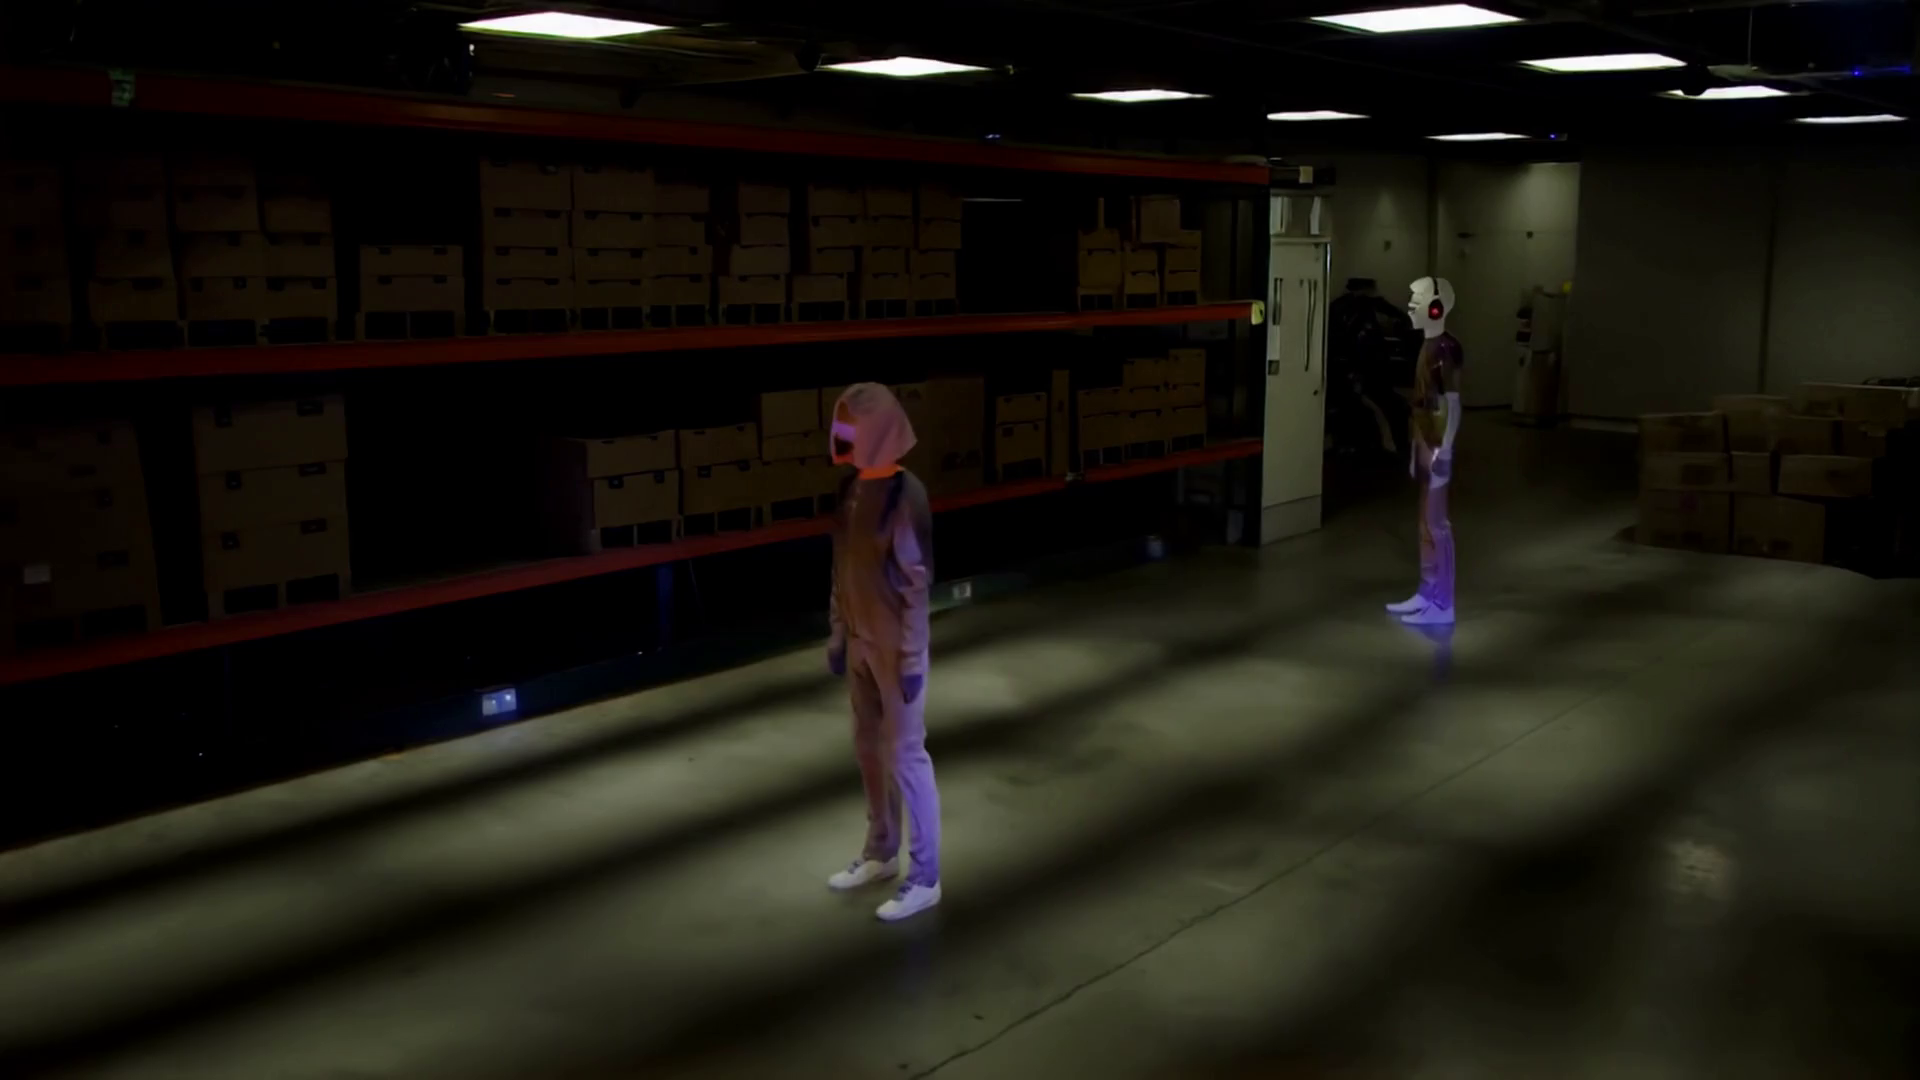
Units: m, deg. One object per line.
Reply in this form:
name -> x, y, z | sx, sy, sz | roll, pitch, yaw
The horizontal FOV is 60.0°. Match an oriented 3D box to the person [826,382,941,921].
person -> -0.245, 0.331, 5.061 | 0.288, 1.626, 0.499 | -6, 12, -32

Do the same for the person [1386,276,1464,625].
person -> 2.529, -0.473, 8.946 | 0.310, 1.868, 0.533 | 0, 10, 1
